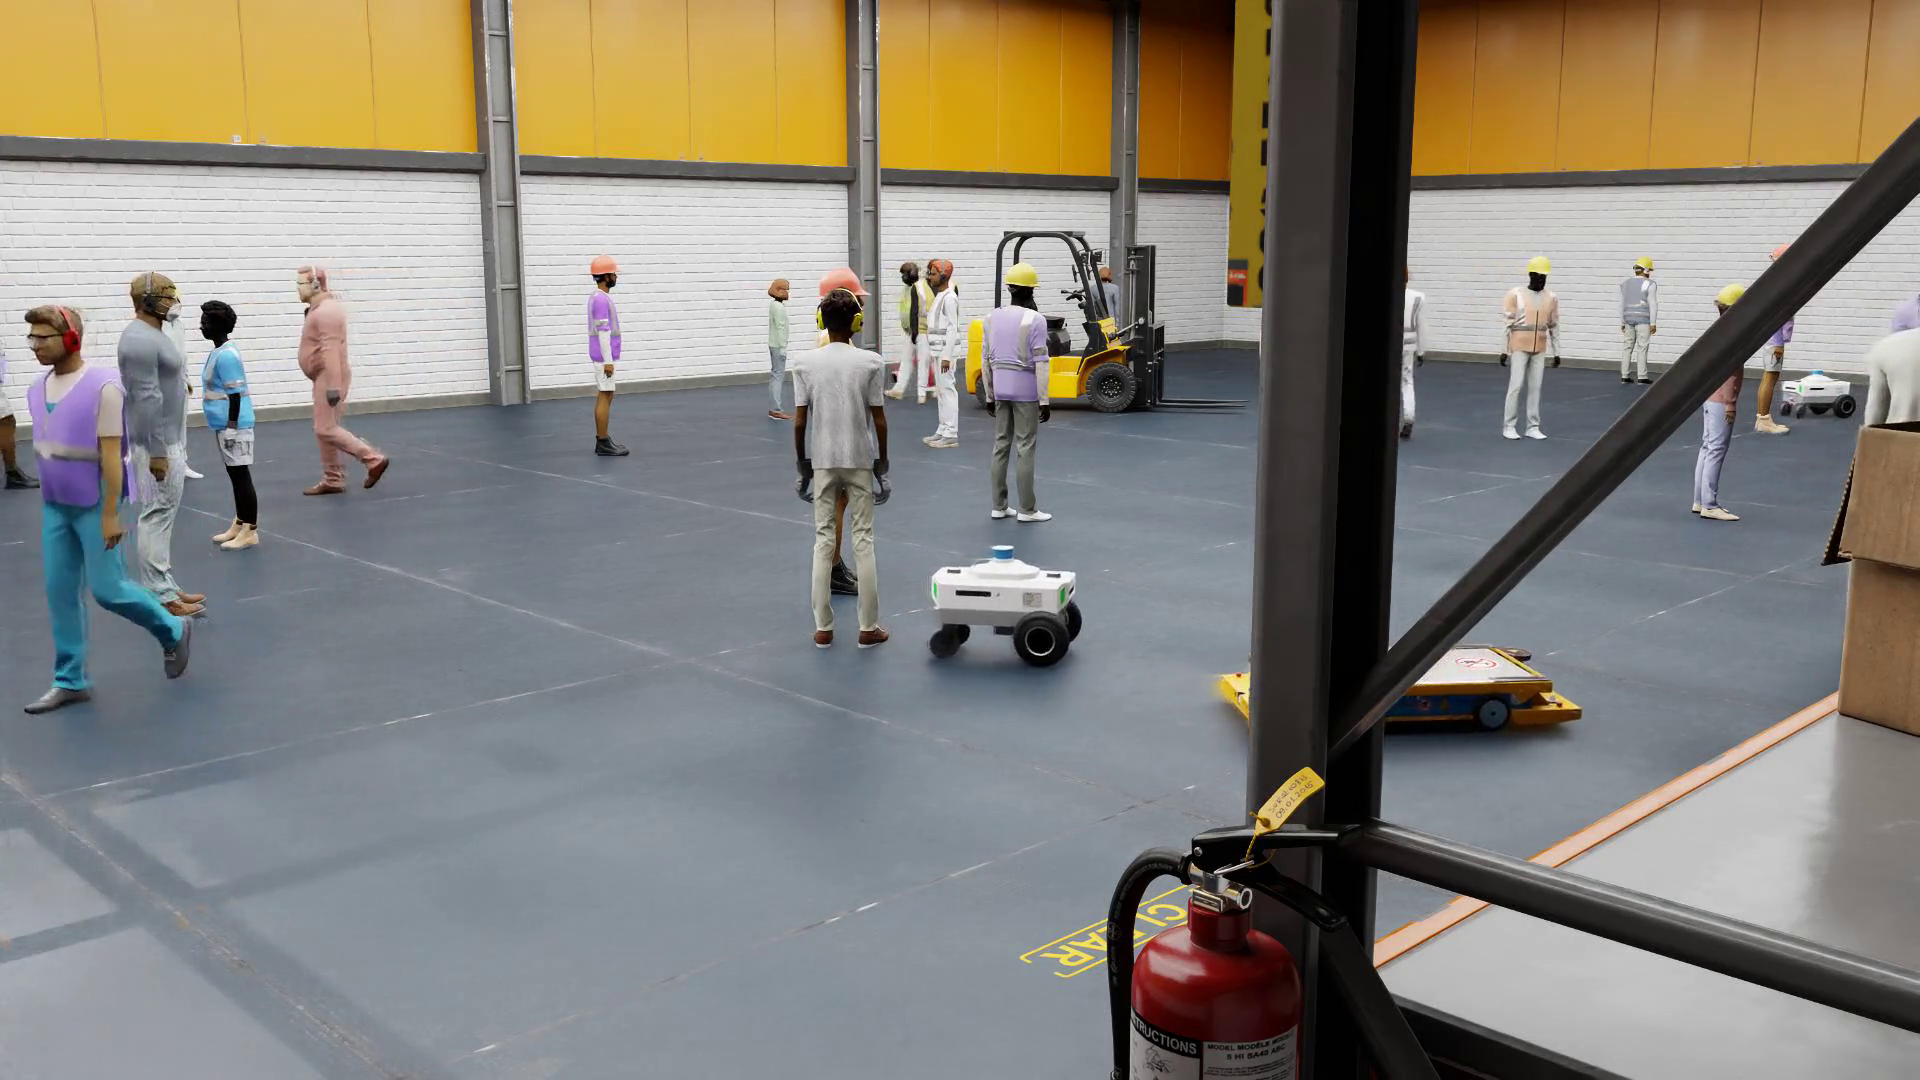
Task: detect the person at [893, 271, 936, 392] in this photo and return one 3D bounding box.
[{"bbox_3d":[-0.523,-2.862,22.597,0.670,1.730,0.554,-5,11,-25],"label":"person"}]

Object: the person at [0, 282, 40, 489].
[{"bbox_3d":[-8.211,-1.345,13.850,0.826,1.909,0.540,-5,12,-27],"label":"person"}]

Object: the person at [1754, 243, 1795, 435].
[{"bbox_3d":[8.823,-2.163,17.930,0.371,2.044,0.608,4,11,22],"label":"person"}]

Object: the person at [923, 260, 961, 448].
[{"bbox_3d":[-0.174,-1.875,16.802,0.355,1.883,0.573,-2,11,-11],"label":"person"}]

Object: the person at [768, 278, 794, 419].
[{"bbox_3d":[-2.100,-2.225,19.389,0.270,1.631,0.507,-3,11,-14],"label":"person"}]

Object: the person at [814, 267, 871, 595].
[{"bbox_3d":[-0.700,-0.644,9.928,0.354,1.942,0.545,-1,10,-6],"label":"person"}]

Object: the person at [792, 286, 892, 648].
[{"bbox_3d":[-0.603,-0.365,8.604,0.507,1.872,0.329,1,10,6],"label":"person"}]

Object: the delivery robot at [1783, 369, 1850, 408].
[{"bbox_3d":[10.069,-1.763,19.557,0.707,0.478,0.477,-2,11,-11],"label":"delivery robot"}]

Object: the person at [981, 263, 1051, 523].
[{"bbox_3d":[0.438,-1.092,12.411,0.594,1.925,0.377,9,14,40],"label":"person"}]

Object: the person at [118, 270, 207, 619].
[{"bbox_3d":[-4.472,-0.526,9.293,0.355,1.936,0.637,-4,11,-21],"label":"person"}]

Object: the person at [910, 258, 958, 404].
[{"bbox_3d":[-0.318,-2.637,21.071,0.633,1.839,0.429,-2,11,-10],"label":"person"}]

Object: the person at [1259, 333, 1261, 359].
[{"bbox_3d":[2.962,-1.555,14.785,0.620,1.987,0.407,8,13,37],"label":"person"}]

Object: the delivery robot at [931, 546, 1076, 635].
[{"bbox_3d":[0.220,0.272,8.460,0.707,0.478,0.477,2,11,12],"label":"delivery robot"}]

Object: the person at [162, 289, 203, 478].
[{"bbox_3d":[-6.831,-1.367,14.410,0.300,1.742,0.493,2,11,12],"label":"person"}]

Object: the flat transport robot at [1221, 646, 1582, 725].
[{"bbox_3d":[1.947,0.650,7.428,1.431,0.197,0.652,-1,10,-5],"label":"flat transport robot"}]

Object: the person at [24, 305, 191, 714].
[{"bbox_3d":[-3.956,-0.158,7.580,0.582,1.824,0.706,5,11,24],"label":"person"}]

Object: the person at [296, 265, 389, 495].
[{"bbox_3d":[-5.097,-1.295,13.622,0.584,1.893,0.652,-5,11,-23],"label":"person"}]

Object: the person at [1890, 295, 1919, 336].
[{"bbox_3d":[8.333,-1.416,14.363,0.690,1.871,0.605,2,11,10],"label":"person"}]

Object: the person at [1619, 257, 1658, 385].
[{"bbox_3d":[9.712,-3.124,23.780,0.403,1.822,0.588,-7,12,-32],"label":"person"}]

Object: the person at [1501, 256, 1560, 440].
[{"bbox_3d":[5.985,-2.007,17.434,0.619,1.918,0.411,-2,11,-10],"label":"person"}]

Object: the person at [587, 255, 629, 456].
[{"bbox_3d":[-3.426,-1.785,16.144,0.340,1.941,0.551,-3,11,-15],"label":"person"}]

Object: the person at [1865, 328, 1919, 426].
[{"bbox_3d":[5.194,-0.453,9.019,0.640,1.905,0.931,10,14,42],"label":"person"}]

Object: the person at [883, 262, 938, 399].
[{"bbox_3d":[-0.551,-2.725,21.736,0.983,1.781,0.729,-8,13,-35],"label":"person"}]

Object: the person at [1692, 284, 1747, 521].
[{"bbox_3d":[5.774,-1.036,12.546,0.317,1.767,0.534,2,11,13],"label":"person"}]

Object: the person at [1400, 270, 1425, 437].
[{"bbox_3d":[4.610,-1.984,17.523,0.592,1.864,0.813,0,10,1],"label":"person"}]

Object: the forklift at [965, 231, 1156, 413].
[{"bbox_3d":[1.222,-2.721,20.561,2.313,2.155,1.214,2,11,13],"label":"forklift"}]

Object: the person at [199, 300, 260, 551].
[{"bbox_3d":[-4.976,-0.779,11.327,0.322,1.697,0.535,-6,12,-28],"label":"person"}]

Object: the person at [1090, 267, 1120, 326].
[{"bbox_3d":[2.291,-3.513,26.414,0.498,1.633,0.282,3,11,14],"label":"person"}]
